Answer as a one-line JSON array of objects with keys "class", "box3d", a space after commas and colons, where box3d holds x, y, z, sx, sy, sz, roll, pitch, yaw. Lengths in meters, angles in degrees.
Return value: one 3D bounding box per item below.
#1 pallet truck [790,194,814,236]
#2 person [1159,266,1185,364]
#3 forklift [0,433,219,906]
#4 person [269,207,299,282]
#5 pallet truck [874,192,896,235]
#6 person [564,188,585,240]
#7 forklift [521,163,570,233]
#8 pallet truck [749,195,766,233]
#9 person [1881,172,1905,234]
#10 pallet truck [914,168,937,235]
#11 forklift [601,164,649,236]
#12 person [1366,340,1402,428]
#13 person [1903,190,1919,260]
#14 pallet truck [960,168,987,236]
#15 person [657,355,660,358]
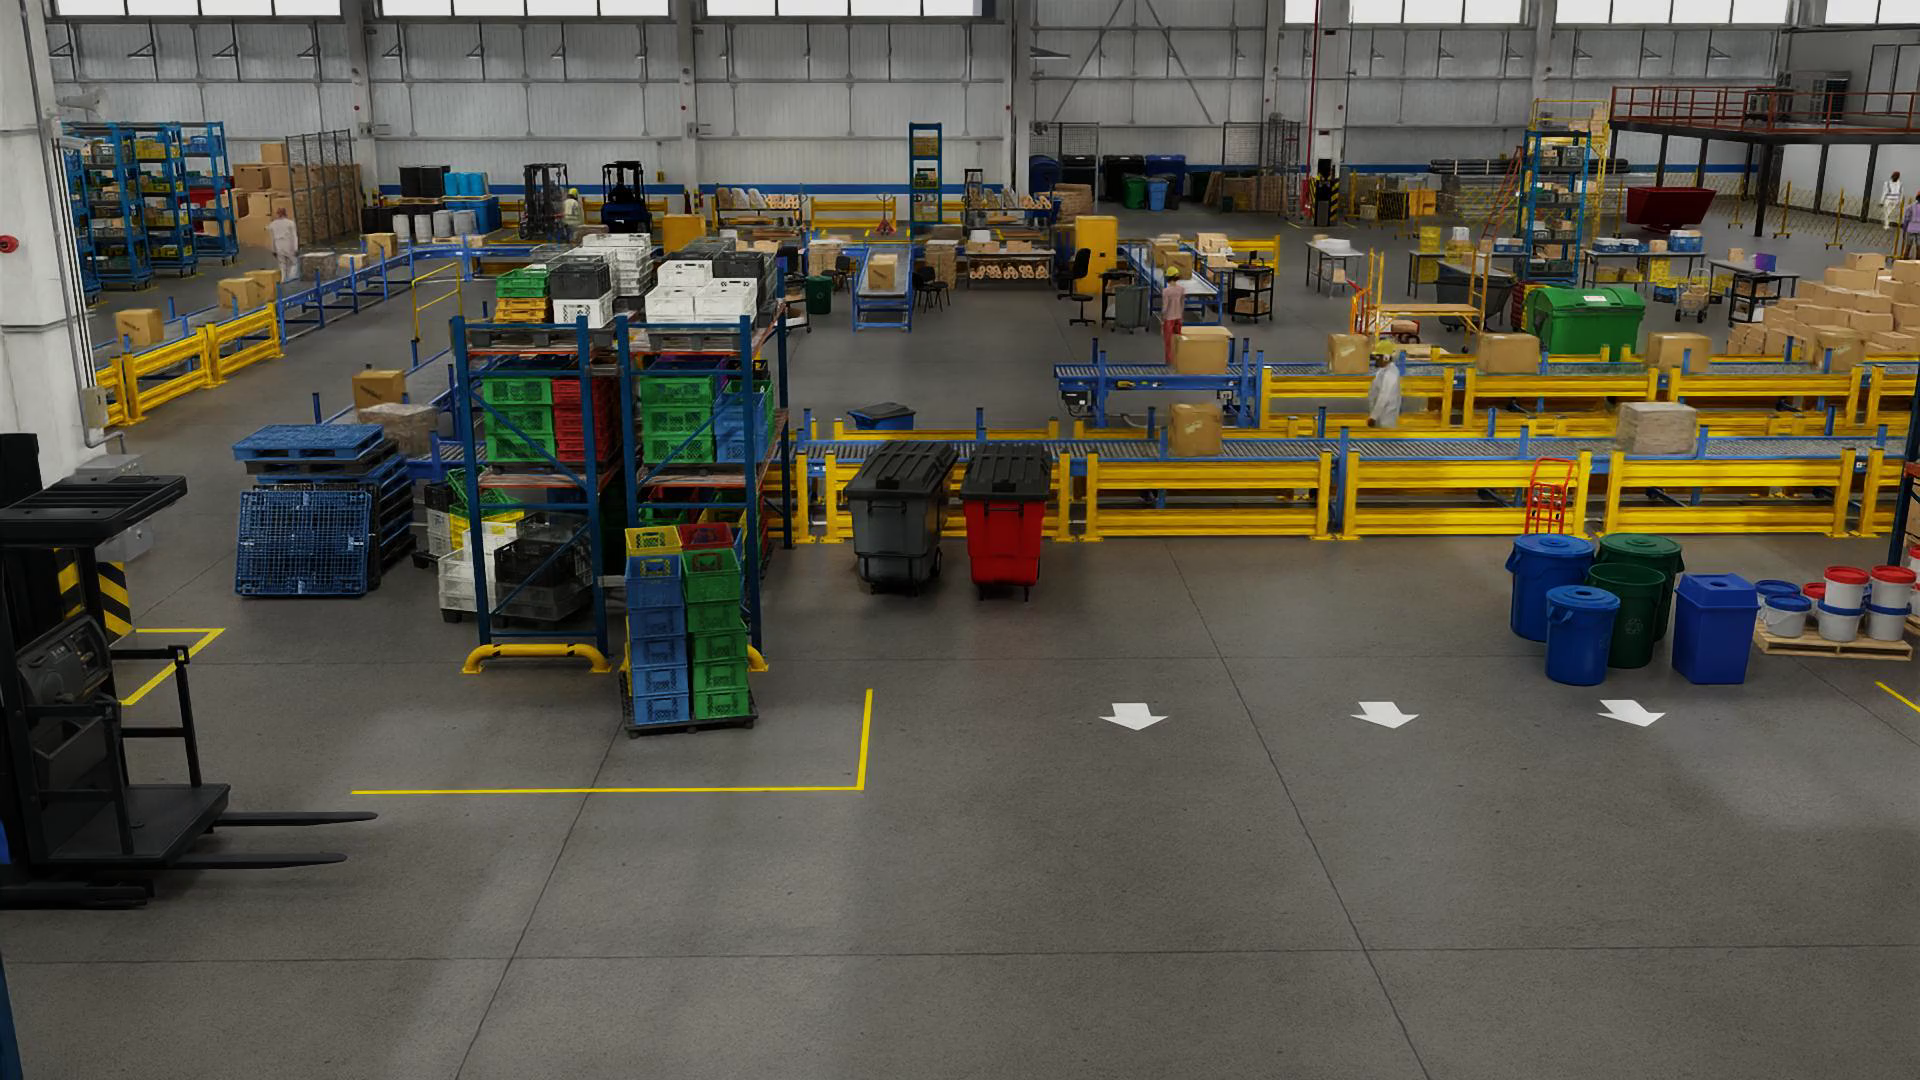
[{"class": "pallet truck", "box3d": [-4.814, -9.883, 50.259, 0.704, 1.261, 1.522, -1, 16, -3]}, {"class": "person", "box3d": [3.547, -3.704, 27.940, 0.533, 1.766, 0.317, -13, 21, -38]}, {"class": "forklift", "box3d": [-5.952, 0.780, 10.366, 1.873, 2.768, 1.129, 0, 16, -1]}, {"class": "person", "box3d": [-15.352, -6.607, 37.831, 0.665, 1.876, 0.467, 2, 16, 7]}, {"class": "pallet truck", "box3d": [-2.277, -9.986, 50.594, 0.653, 1.274, 1.630, 0, 16, -1]}, {"class": "person", "box3d": [-10.245, -8.529, 44.633, 0.614, 1.803, 0.741, 12, 20, 36]}, {"class": "forklift", "box3d": [-12.233, -10.122, 49.298, 1.157, 1.987, 2.680, 0, 16, -1]}, {"class": "pallet truck", "box3d": [-6.051, -9.967, 50.660, 0.680, 1.201, 1.601, 0, 16, -1]}, {"class": "person", "box3d": [28.344, -10.236, 50.491, 0.591, 1.837, 0.946, 2, 16, 5]}, {"class": "pallet truck", "box3d": [-0.989, -10.316, 50.507, 0.823, 1.965, 1.885, 1, 16, 3]}, {"class": "forklift", "box3d": [-9.948, -10.127, 49.296, 1.157, 1.987, 2.680, -1, 16, -3]}, {"class": "person", "box3d": [5.215, -1.575, 20.511, 0.923, 1.788, 0.595, 1, 16, 3]}, {"class": "person", "box3d": [23.712, -7.665, 41.230, 0.608, 2.034, 0.397, 8, 18, 26]}, {"class": "pallet truck", "box3d": [0.383, -10.230, 50.206, 0.823, 1.965, 1.885, -1, 16, -3]}, {"class": "person", "box3d": [-3.665, -1.531, 20.542, 0.378, 1.684, 0.534, -4, 16, -12]}]
